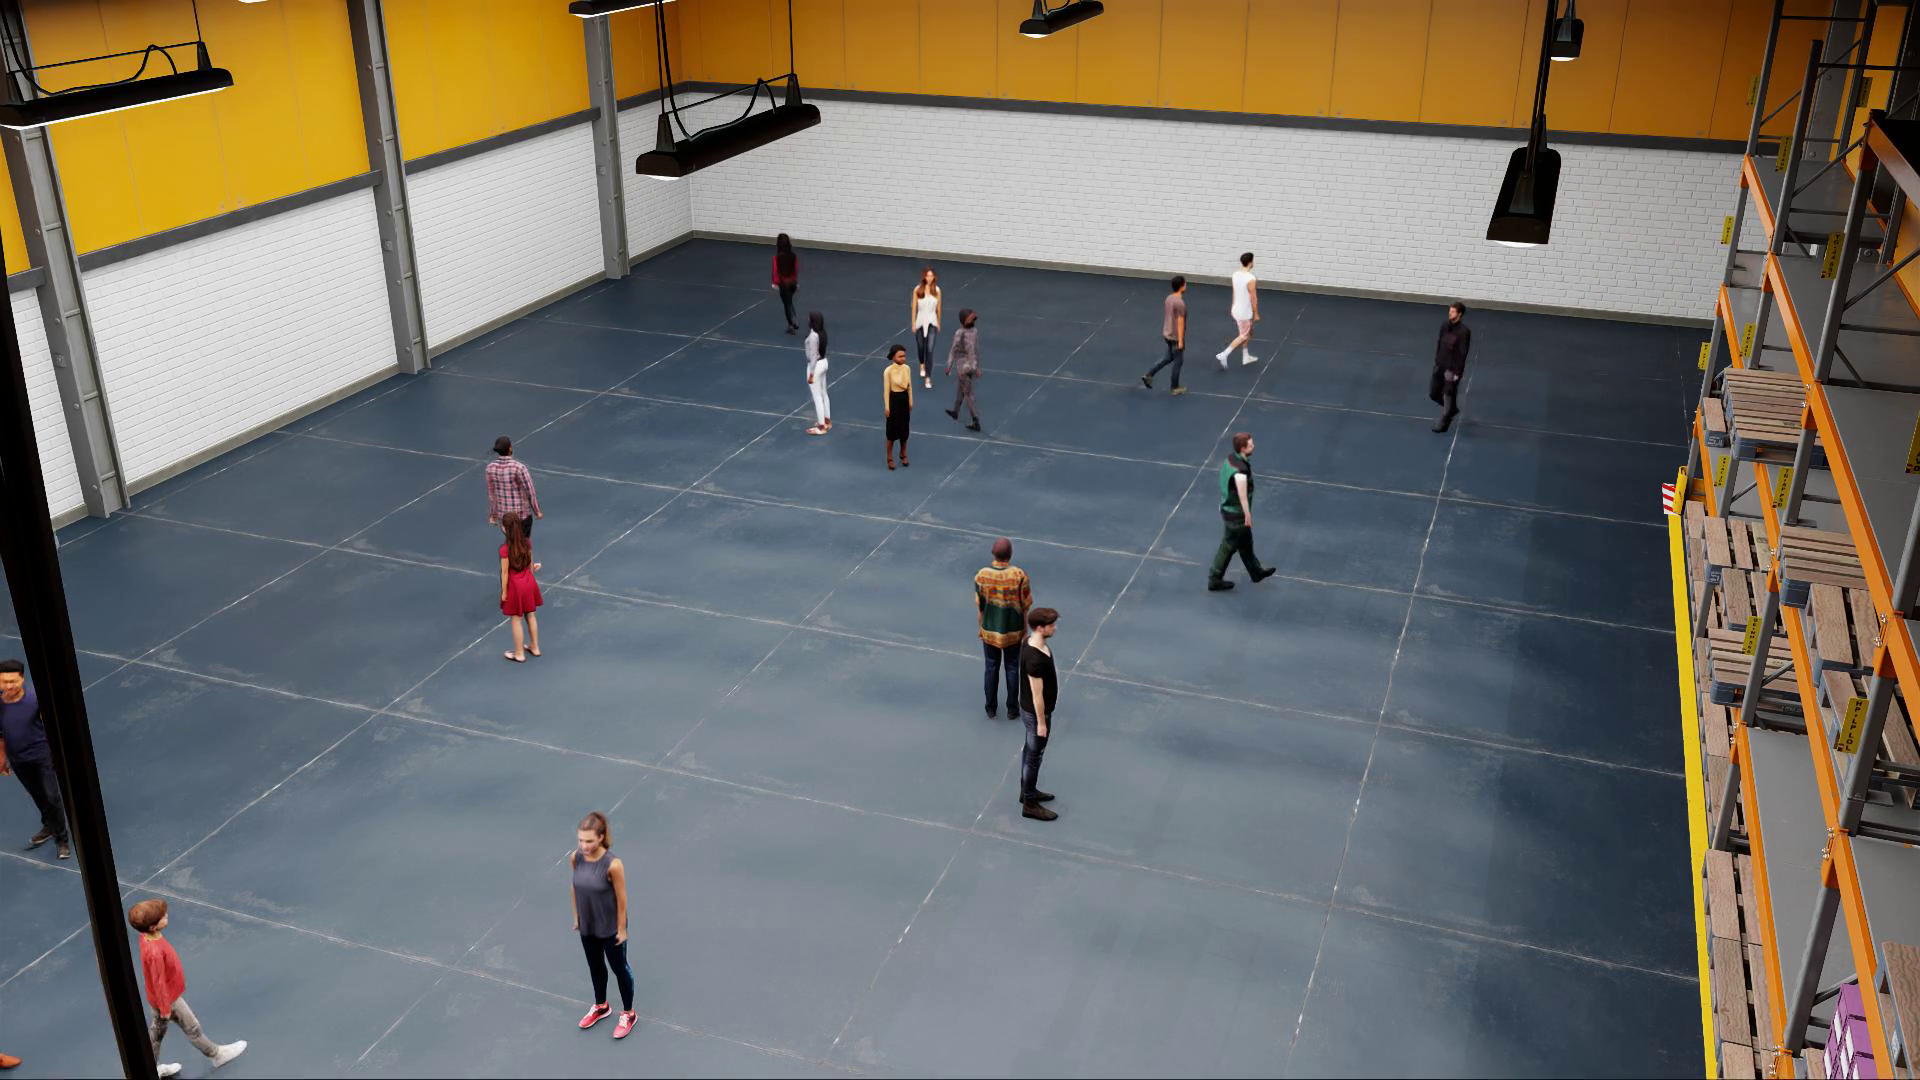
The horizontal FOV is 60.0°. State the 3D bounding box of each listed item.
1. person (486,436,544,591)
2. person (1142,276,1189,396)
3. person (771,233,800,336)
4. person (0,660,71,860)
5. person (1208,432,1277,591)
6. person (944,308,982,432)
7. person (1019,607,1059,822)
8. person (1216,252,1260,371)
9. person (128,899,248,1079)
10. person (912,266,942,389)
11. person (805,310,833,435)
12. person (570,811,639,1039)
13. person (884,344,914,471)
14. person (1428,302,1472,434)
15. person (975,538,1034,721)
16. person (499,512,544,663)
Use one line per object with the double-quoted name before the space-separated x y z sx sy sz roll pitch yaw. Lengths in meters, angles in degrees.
"person" -4.839 -0.256 17.935 0.689 1.749 1.105 9 25 19
"person" 3.011 -2.930 24.040 1.004 1.759 0.980 -7 25 -17
"person" -2.746 -4.104 26.875 0.686 1.641 0.760 -21 31 -39
"person" -7.492 1.702 13.431 0.813 1.770 0.903 0 24 1
"person" 2.899 -0.289 17.929 0.966 1.815 1.056 -2 24 -4
"person" 0.146 -2.293 22.677 0.884 1.684 1.013 20 31 38
"person" 0.633 1.424 13.908 0.798 1.896 0.646 0 24 0
"person" 4.238 -3.444 25.213 1.136 1.761 1.081 -11 26 -23
"person" -5.297 2.998 10.944 0.951 1.387 0.816 -17 29 -33
"person" -0.519 -3.185 24.638 0.901 1.748 1.184 -2 24 -4
"person" -1.938 -2.301 22.647 0.665 1.724 0.442 7 25 16
"person" -2.449 2.624 11.382 0.578 1.722 0.540 10 26 22
"person" -0.803 -1.718 21.403 0.633 1.652 0.718 -16 28 -33
"person" 6.733 -2.359 22.645 0.976 1.830 0.917 -11 26 -23
"person" 0.390 0.821 15.399 0.723 1.807 0.686 6 24 12
"person" -4.385 0.459 16.548 0.680 1.551 0.611 15 28 31
